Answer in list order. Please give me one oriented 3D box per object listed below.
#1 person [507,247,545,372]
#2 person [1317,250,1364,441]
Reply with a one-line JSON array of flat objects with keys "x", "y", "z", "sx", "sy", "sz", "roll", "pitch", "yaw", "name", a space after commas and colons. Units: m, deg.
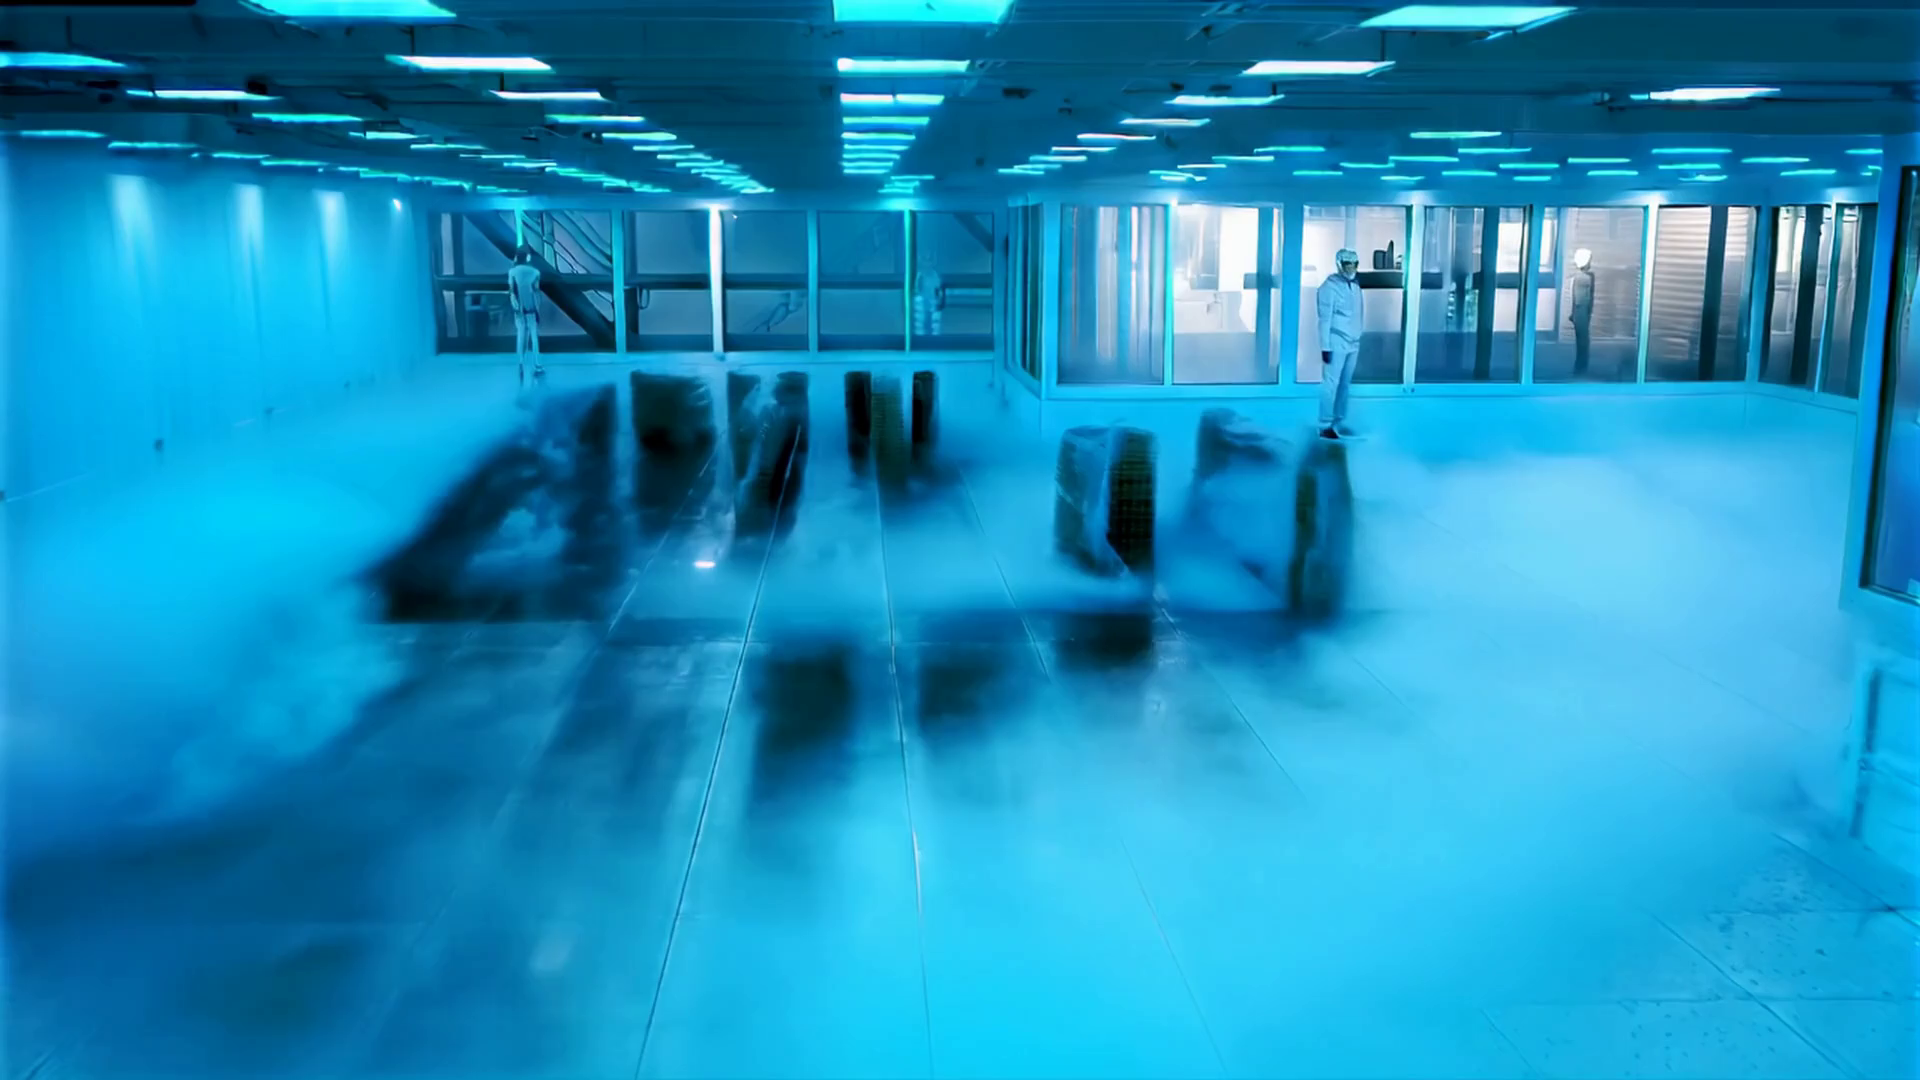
[{"x": -6.491, "y": -3.441, "z": 24.862, "sx": 0.530, "sy": 1.864, "sz": 0.313, "roll": 0, "pitch": 11, "yaw": -1, "name": "person"}, {"x": 3.847, "y": -1.954, "z": 16.722, "sx": 0.406, "sy": 1.906, "sz": 0.654, "roll": 9, "pitch": 14, "yaw": 41, "name": "person"}]
